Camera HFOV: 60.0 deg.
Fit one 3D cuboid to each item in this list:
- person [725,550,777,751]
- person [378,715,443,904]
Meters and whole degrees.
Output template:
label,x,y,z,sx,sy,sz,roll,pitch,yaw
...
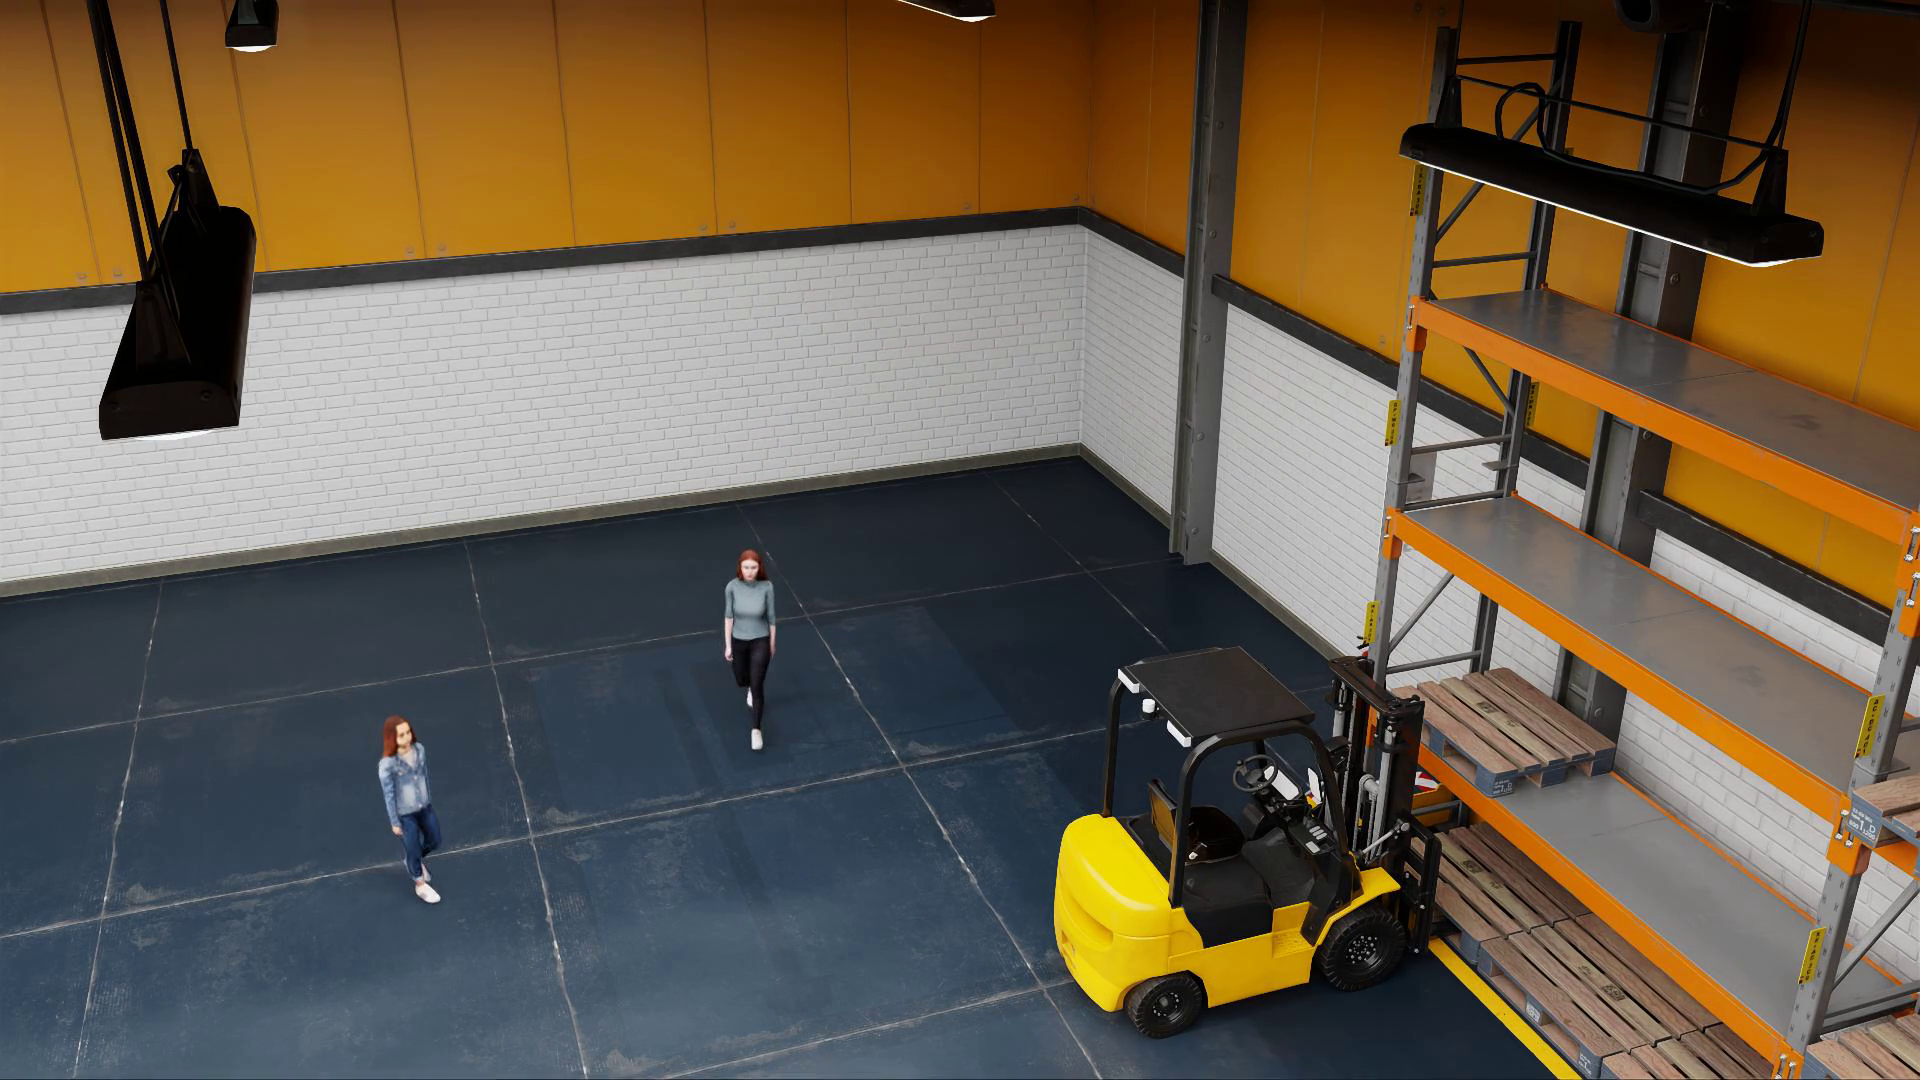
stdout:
label,x,y,z,sx,sy,sz,roll,pitch,yaw
person,-1.746,0.856,13.877,0.818,1.724,1.079,0,24,0
person,-3.942,1.898,11.812,0.768,1.468,0.711,15,28,31
